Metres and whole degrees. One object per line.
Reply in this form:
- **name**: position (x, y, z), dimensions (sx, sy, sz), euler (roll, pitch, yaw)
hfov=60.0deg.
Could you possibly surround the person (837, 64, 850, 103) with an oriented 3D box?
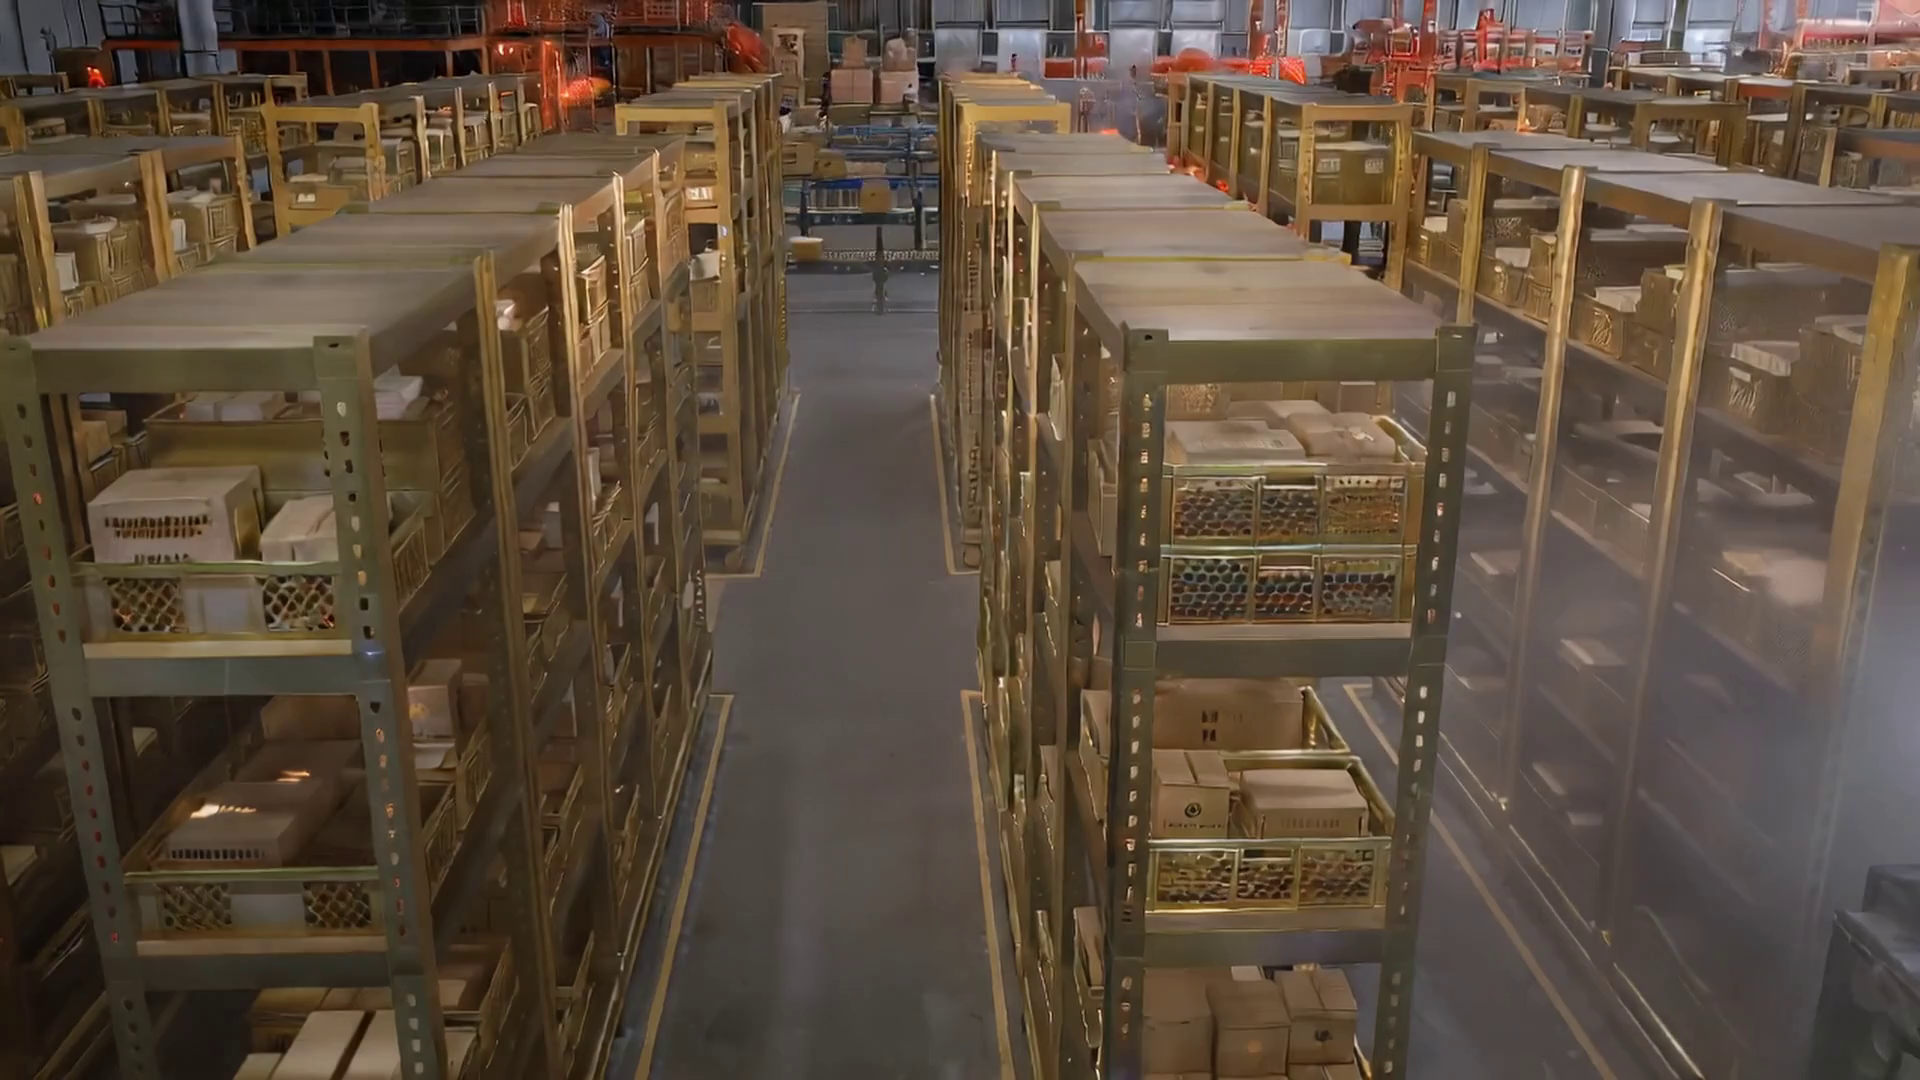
- **person**: position (-4.821, -18.703, 68.745), dimensions (1.013, 1.883, 0.568), euler (-16, 24, -40)

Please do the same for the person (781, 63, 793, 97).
- **person**: position (-7.381, -19.564, 71.543), dimensions (0.509, 1.792, 0.906), euler (16, 24, 40)

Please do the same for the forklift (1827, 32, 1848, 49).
- **forklift**: position (46.023, -25.321, 87.619), dimensions (1.129, 2.768, 1.873), euler (-1, 18, -2)

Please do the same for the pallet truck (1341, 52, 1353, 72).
- **pallet truck**: position (18.794, -23.123, 82.231), dimensions (0.823, 1.965, 1.885), euler (-13, 22, -35)

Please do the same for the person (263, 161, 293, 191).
- **person**: position (-12.913, -6.650, 31.661), dimensions (0.528, 1.750, 0.528), euler (-14, 22, -36)

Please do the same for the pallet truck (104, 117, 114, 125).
- **pallet truck**: position (-18.367, -7.885, 35.078), dimensions (1.885, 1.965, 0.823), euler (1, 18, 2)

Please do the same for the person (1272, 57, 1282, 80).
- **person**: position (15.095, -22.080, 79.274), dimensions (0.979, 1.832, 0.598), euler (12, 22, 33)

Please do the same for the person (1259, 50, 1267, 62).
- **person**: position (16.633, -26.071, 91.640), dimensions (0.723, 1.818, 0.635), euler (11, 21, 32)

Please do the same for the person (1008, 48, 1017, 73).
- **person**: position (2.951, -27.039, 94.642), dimensions (0.977, 1.818, 0.539), euler (-2, 18, -5)

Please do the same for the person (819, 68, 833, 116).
- **person**: position (-5.320, -17.615, 65.405), dimensions (0.592, 1.862, 0.688), euler (10, 20, 28)

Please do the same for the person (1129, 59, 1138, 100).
- **person**: position (7.620, -20.555, 74.439), dimensions (0.964, 1.894, 0.575), euler (-7, 19, -22)

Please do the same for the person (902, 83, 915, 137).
- **person**: position (-1.703, -14.352, 55.498), dimensions (0.492, 1.741, 0.318), euler (-8, 20, -23)

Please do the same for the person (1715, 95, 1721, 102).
- **person**: position (21.702, -11.852, 47.724), dimensions (0.529, 1.767, 0.329), euler (-15, 23, -38)

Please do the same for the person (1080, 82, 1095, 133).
- **person**: position (4.153, -14.092, 54.549), dimensions (0.600, 1.829, 0.404), euler (-15, 23, -39)

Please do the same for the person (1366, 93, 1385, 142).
- **person**: position (11.589, -11.603, 46.766), dimensions (0.668, 1.881, 0.731), euler (1, 18, 2)

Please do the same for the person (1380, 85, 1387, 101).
- **person**: position (14.668, -14.861, 57.286), dimensions (0.670, 1.604, 0.525), euler (4, 18, 12)

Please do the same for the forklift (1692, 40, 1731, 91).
- **forklift**: position (30.996, -19.122, 68.437), dimensions (1.129, 2.768, 1.873), euler (-1, 18, -2)

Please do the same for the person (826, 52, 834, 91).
- **person**: position (-6.590, -23.773, 84.385), dimensions (0.383, 1.914, 0.595), euler (-15, 23, -39)

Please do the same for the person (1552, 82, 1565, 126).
- **person**: position (21.365, -15.456, 59.108), dimensions (0.690, 1.609, 0.535), euler (-9, 20, -25)

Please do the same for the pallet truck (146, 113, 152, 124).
- **pallet truck**: position (-18.087, -8.309, 36.390), dimensions (1.885, 1.965, 0.823), euler (-1, 18, -4)

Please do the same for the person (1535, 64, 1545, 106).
- **person**: position (24.110, -18.865, 69.282), dimensions (0.526, 1.860, 0.333), euler (-8, 20, -24)

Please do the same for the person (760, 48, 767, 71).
- **person**: position (-10.866, -26.182, 91.872), dimensions (0.670, 1.887, 0.608), euler (-4, 18, -13)
